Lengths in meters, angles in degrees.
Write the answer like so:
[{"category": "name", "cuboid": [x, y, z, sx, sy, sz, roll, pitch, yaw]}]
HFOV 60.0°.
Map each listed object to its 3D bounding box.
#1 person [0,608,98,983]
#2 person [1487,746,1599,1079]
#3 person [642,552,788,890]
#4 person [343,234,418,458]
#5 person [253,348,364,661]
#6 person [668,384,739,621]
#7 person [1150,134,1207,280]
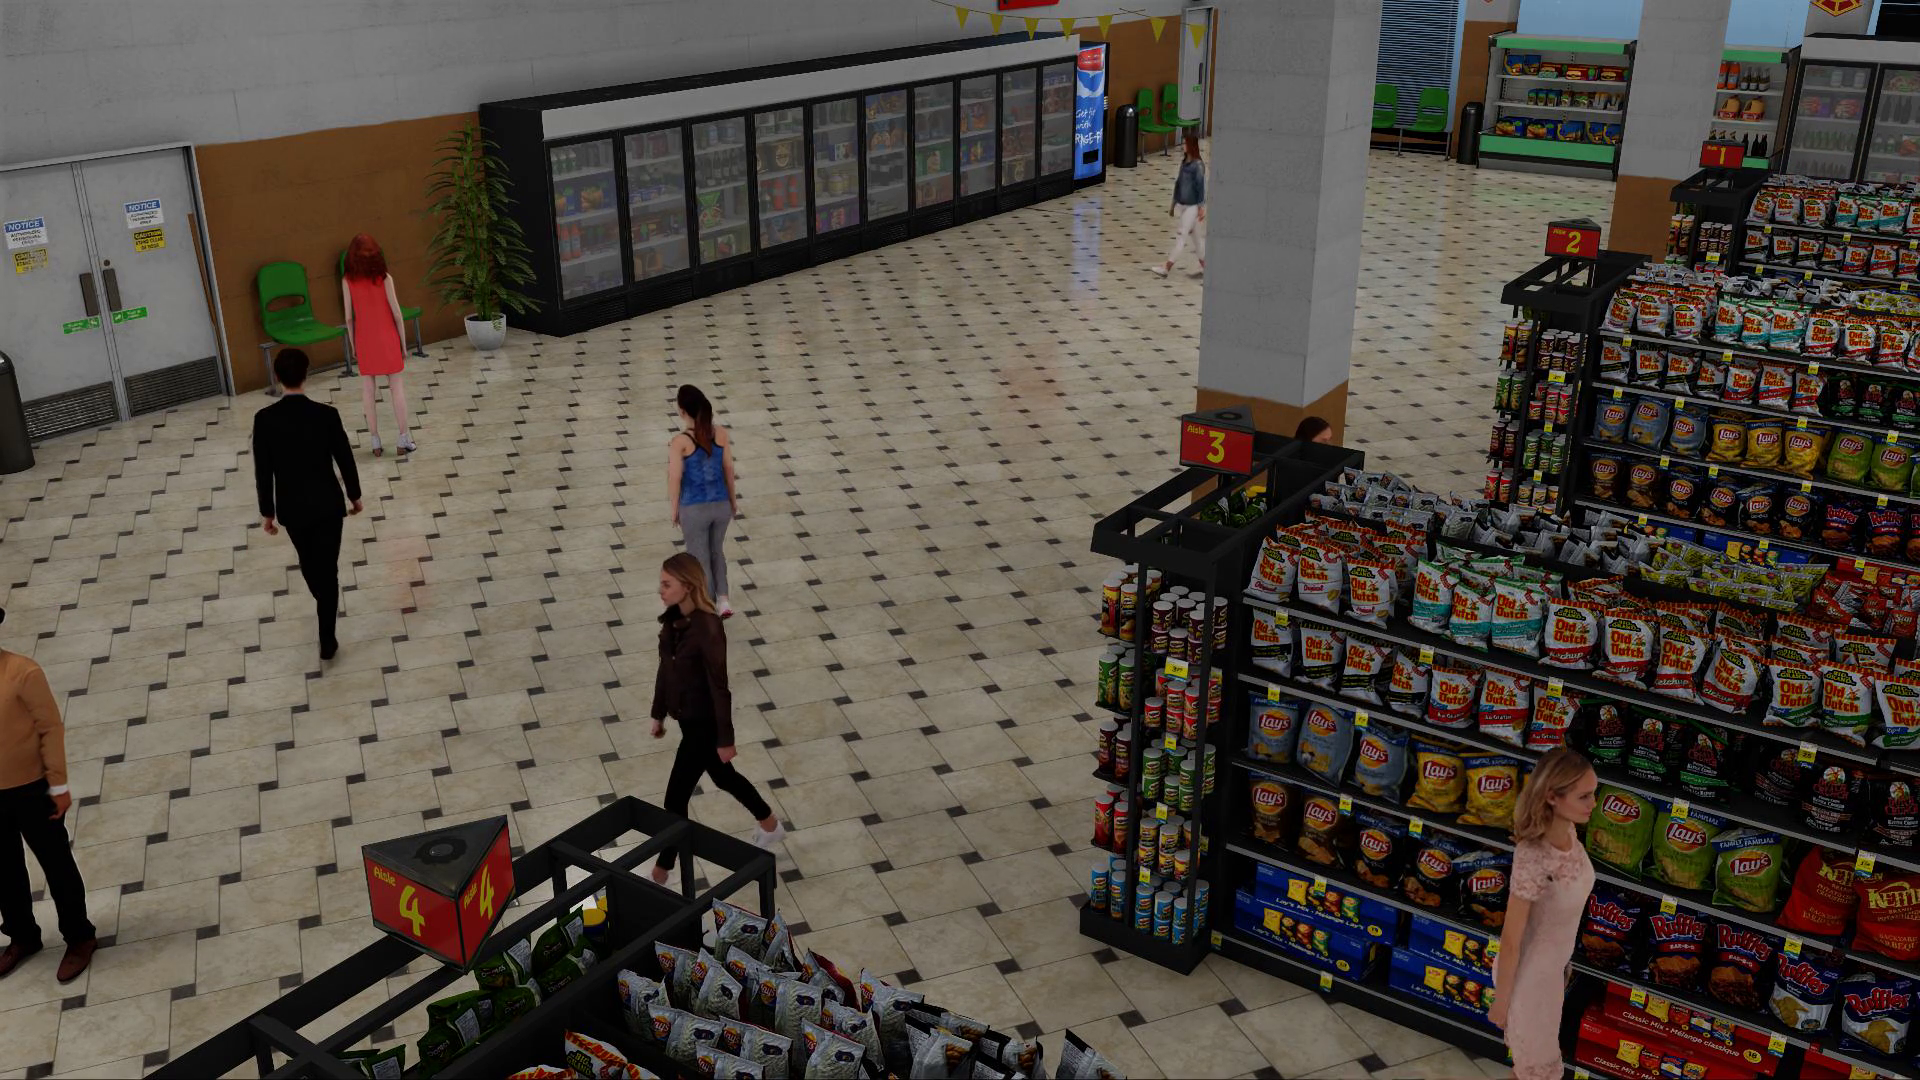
[{"category": "person", "cuboid": [-4.025, 1.048, 7.057, 0.711, 1.754, 0.816, 0, 22, 1]}, {"category": "person", "cuboid": [1.911, 1.511, 5.815, 0.706, 1.821, 0.570, 15, 27, 34]}, {"category": "person", "cuboid": [-1.130, 0.845, 7.686, 0.970, 1.661, 1.145, -14, 26, -31]}, {"category": "person", "cuboid": [-4.723, -1.574, 13.482, 0.640, 1.828, 0.720, -2, 22, -4]}, {"category": "person", "cuboid": [-3.895, -0.169, 9.969, 1.181, 1.840, 1.286, -6, 23, -14]}, {"category": "person", "cuboid": [-1.546, -0.166, 10.280, 0.672, 1.604, 0.704, -16, 27, -34]}, {"category": "person", "cuboid": [2.766, -3.866, 19.398, 1.075, 1.671, 1.076, -7, 23, -17]}]
